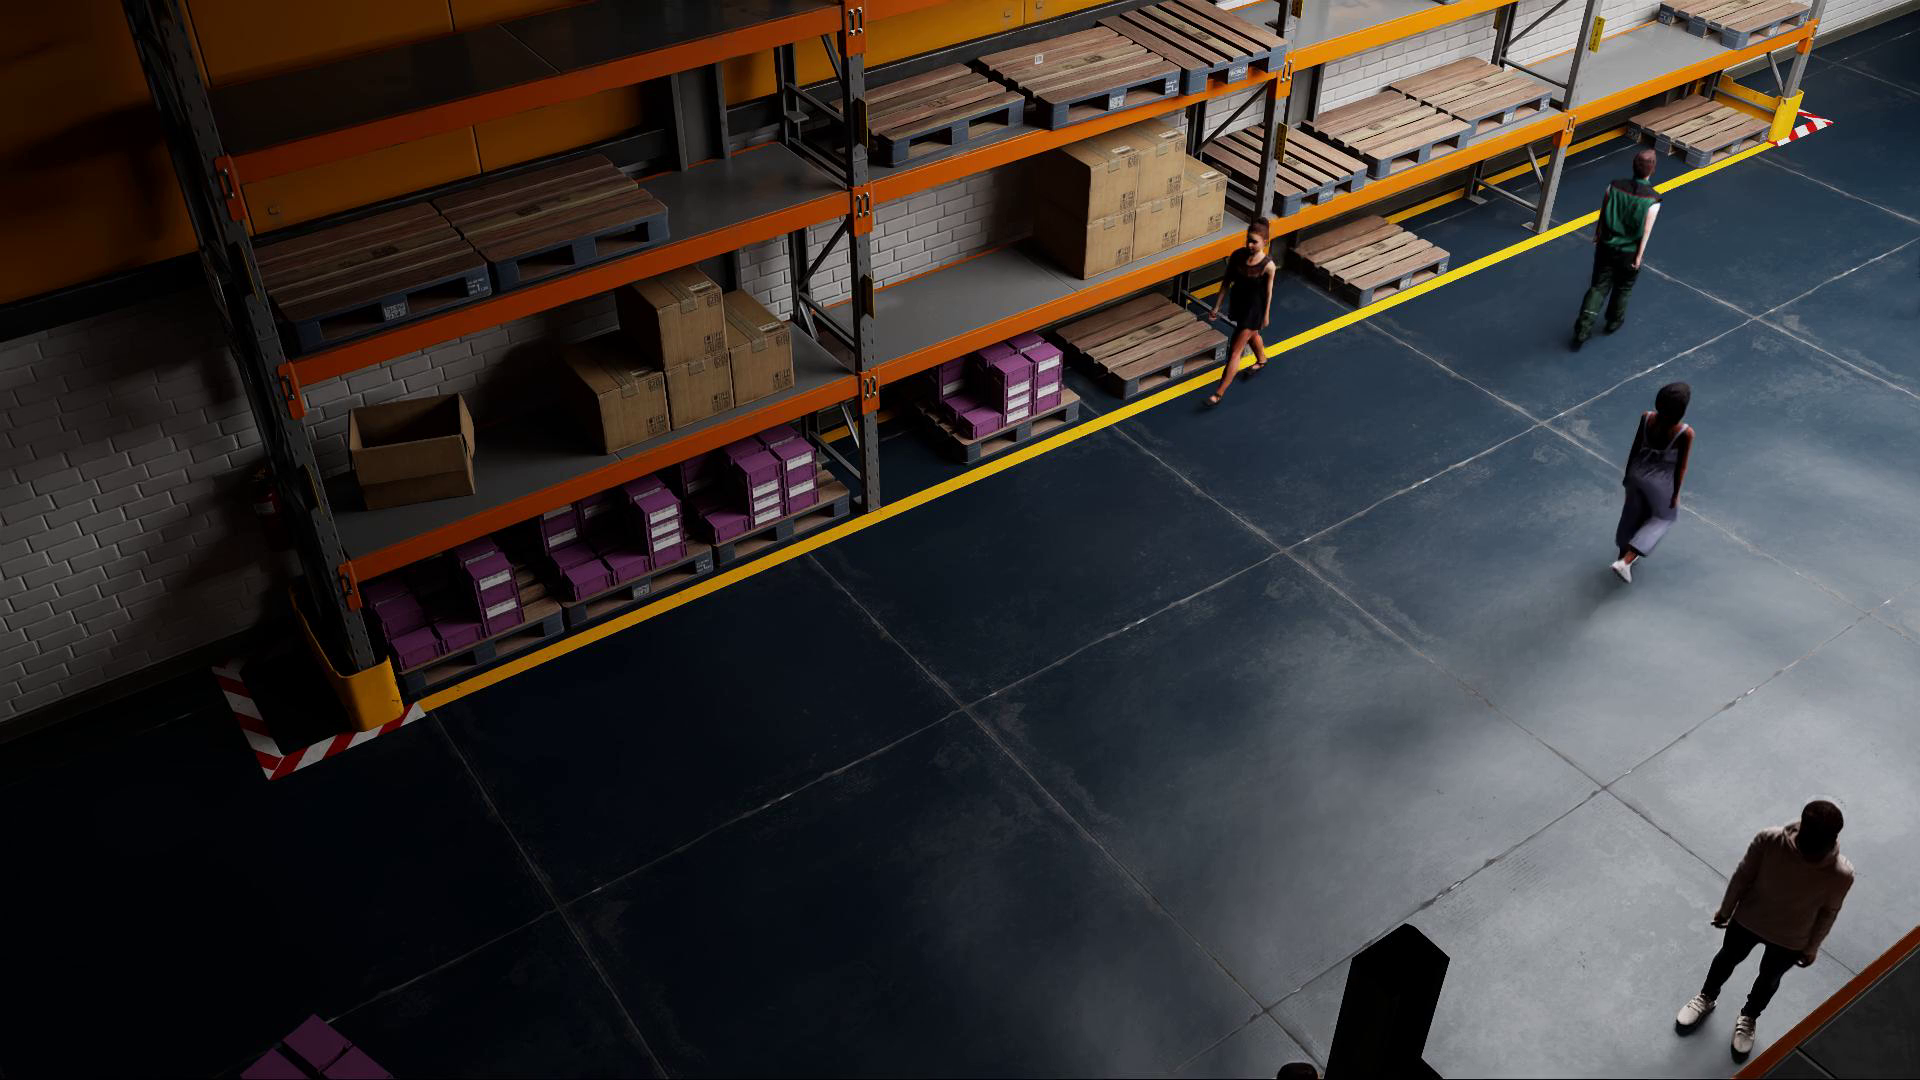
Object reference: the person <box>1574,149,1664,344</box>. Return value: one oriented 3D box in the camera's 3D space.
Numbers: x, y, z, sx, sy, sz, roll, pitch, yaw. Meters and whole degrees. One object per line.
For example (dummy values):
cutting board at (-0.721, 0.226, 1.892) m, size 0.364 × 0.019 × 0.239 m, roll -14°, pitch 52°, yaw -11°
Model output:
person at (5.750, -2.539, 14.600) m, size 0.835 × 1.813 × 1.091 m, roll 28°, pitch 46°, yaw 30°

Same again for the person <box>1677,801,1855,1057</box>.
person at (4.336, 2.031, 8.847) m, size 0.742 × 1.851 × 0.687 m, roll 25°, pitch 45°, yaw 28°

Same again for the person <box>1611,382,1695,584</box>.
person at (4.958, -0.382, 12.000) m, size 0.821 × 1.686 × 0.625 m, roll -28°, pitch 47°, yaw -31°

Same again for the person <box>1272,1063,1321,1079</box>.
person at (1.548, 2.976, 7.981) m, size 0.619 × 1.455 × 0.637 m, roll -11°, pitch 40°, yaw -13°

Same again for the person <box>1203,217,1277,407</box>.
person at (2.470, -1.966, 14.036) m, size 1.176 × 1.620 × 0.679 m, roll -29°, pitch 47°, yaw -32°
